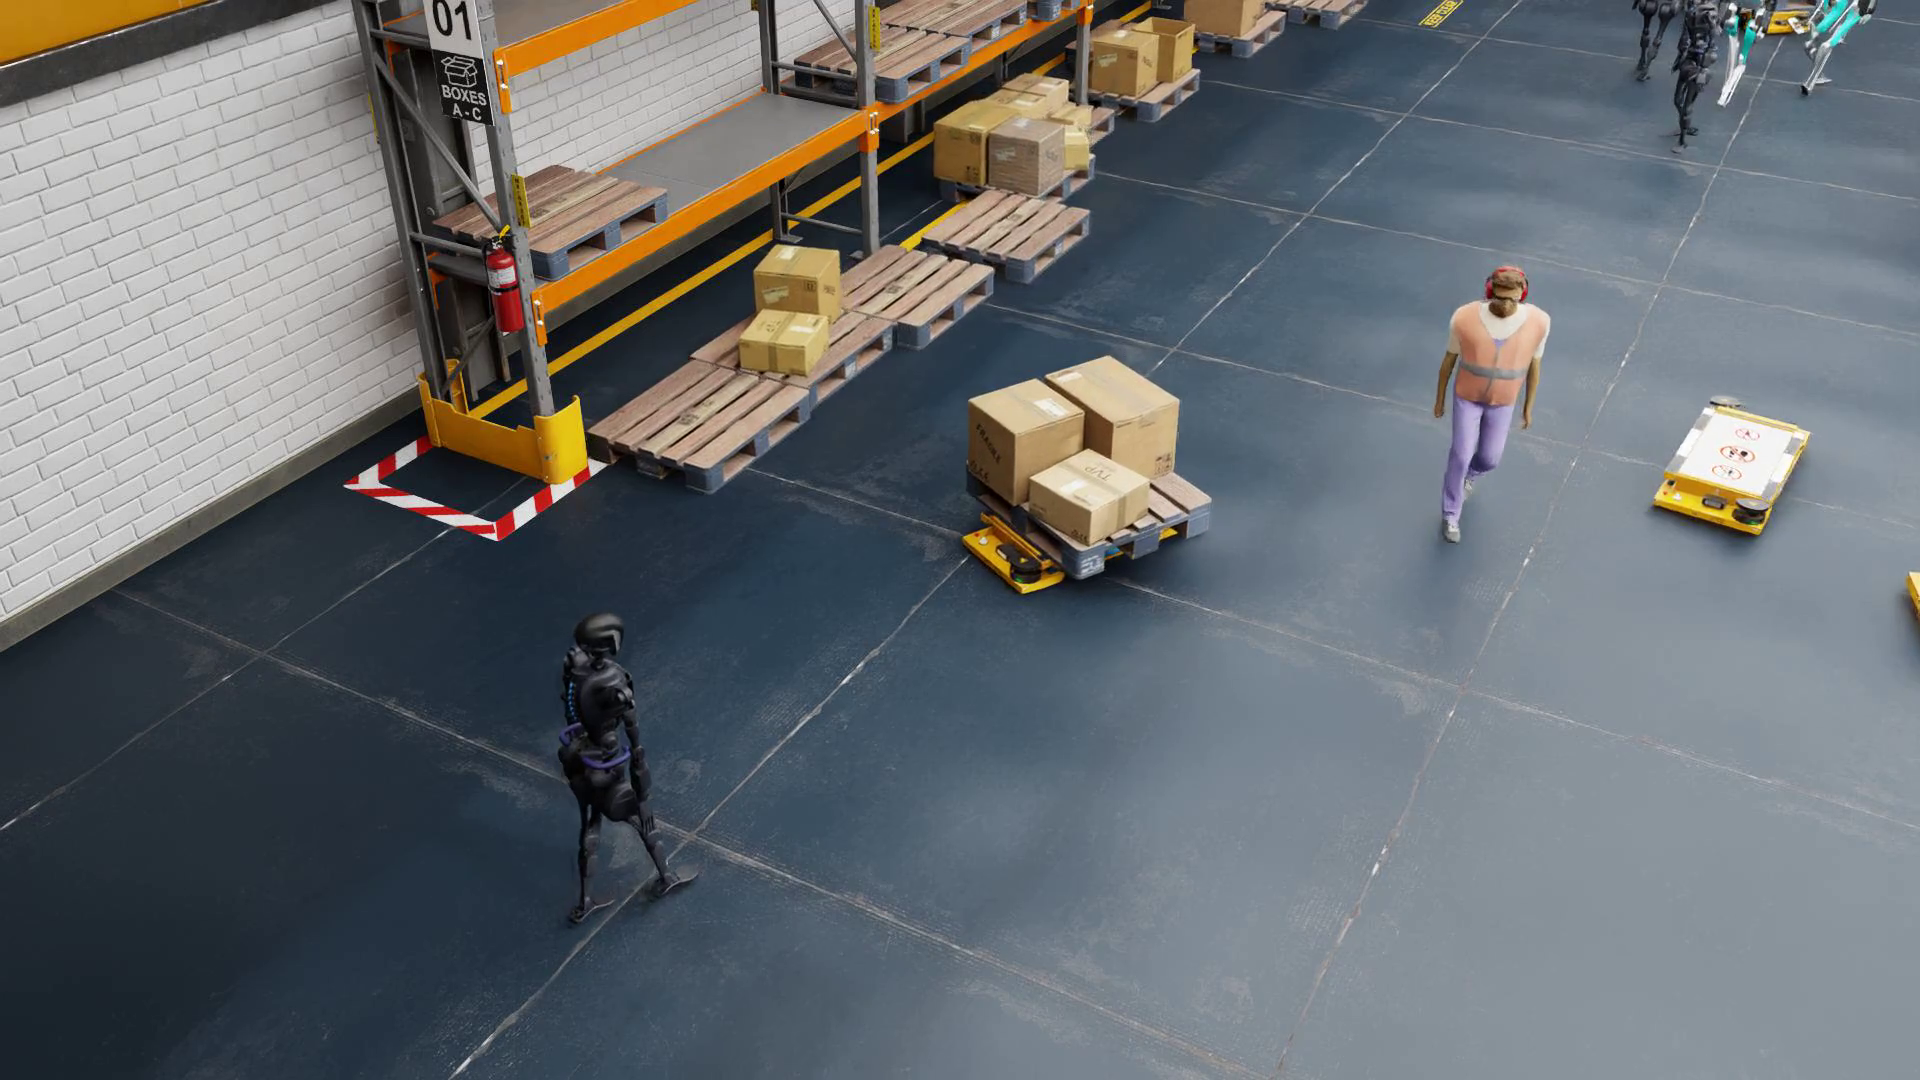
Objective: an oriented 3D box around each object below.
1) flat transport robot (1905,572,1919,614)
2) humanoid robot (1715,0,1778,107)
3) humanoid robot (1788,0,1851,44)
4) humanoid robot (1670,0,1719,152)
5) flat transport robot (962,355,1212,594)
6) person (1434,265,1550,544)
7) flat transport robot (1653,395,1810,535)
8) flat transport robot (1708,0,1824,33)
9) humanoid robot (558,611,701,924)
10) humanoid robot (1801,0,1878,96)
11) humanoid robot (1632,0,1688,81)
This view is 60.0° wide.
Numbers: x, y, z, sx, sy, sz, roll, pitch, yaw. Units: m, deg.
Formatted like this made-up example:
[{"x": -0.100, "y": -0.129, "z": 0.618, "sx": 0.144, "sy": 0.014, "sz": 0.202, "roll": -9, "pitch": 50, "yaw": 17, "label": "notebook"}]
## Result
[{"x": 6.259, "y": 0.444, "z": 9.476, "sx": 1.431, "sy": 0.231, "sz": 0.659, "roll": 7, "pitch": 34, "yaw": 10, "label": "flat transport robot"}, {"x": 7.982, "y": -5.277, "z": 16.842, "sx": 0.542, "sy": 1.773, "sz": 1.034, "roll": 21, "pitch": 39, "yaw": 29, "label": "humanoid robot"}, {"x": 9.705, "y": -6.258, "z": 18.298, "sx": 0.544, "sy": 1.726, "sz": 1.057, "roll": -10, "pitch": 35, "yaw": -14, "label": "humanoid robot"}, {"x": 6.976, "y": -4.511, "z": 15.704, "sx": 0.472, "sy": 1.645, "sz": 0.616, "roll": -2, "pitch": 34, "yaw": -3, "label": "humanoid robot"}, {"x": 0.786, "y": -0.099, "z": 10.298, "sx": 1.431, "sy": 0.231, "sz": 0.659, "roll": -20, "pitch": 38, "yaw": -27, "label": "flat transport robot"}, {"x": 3.176, "y": -0.887, "z": 10.086, "sx": 0.584, "sy": 1.814, "sz": 0.592, "roll": 4, "pitch": 34, "yaw": 6, "label": "person"}, {"x": 5.088, "y": -0.509, "z": 10.917, "sx": 0.659, "sy": 0.231, "sz": 1.431, "roll": 21, "pitch": 39, "yaw": 28, "label": "flat transport robot"}, {"x": 9.371, "y": -6.273, "z": 19.638, "sx": 0.659, "sy": 0.231, "sz": 1.431, "roll": -5, "pitch": 34, "yaw": -7, "label": "flat transport robot"}, {"x": -1.546, "y": 0.987, "z": 7.399, "sx": 0.688, "sy": 1.635, "sz": 0.598, "roll": -28, "pitch": 43, "yaw": -35, "label": "humanoid robot"}, {"x": 9.039, "y": -5.460, "z": 17.120, "sx": 0.919, "sy": 1.825, "sz": 0.546, "roll": -20, "pitch": 38, "yaw": -27, "label": "humanoid robot"}, {"x": 7.429, "y": -5.735, "z": 17.559, "sx": 0.590, "sy": 1.636, "sz": 0.660, "roll": 24, "pitch": 40, "yaw": 32, "label": "humanoid robot"}]
